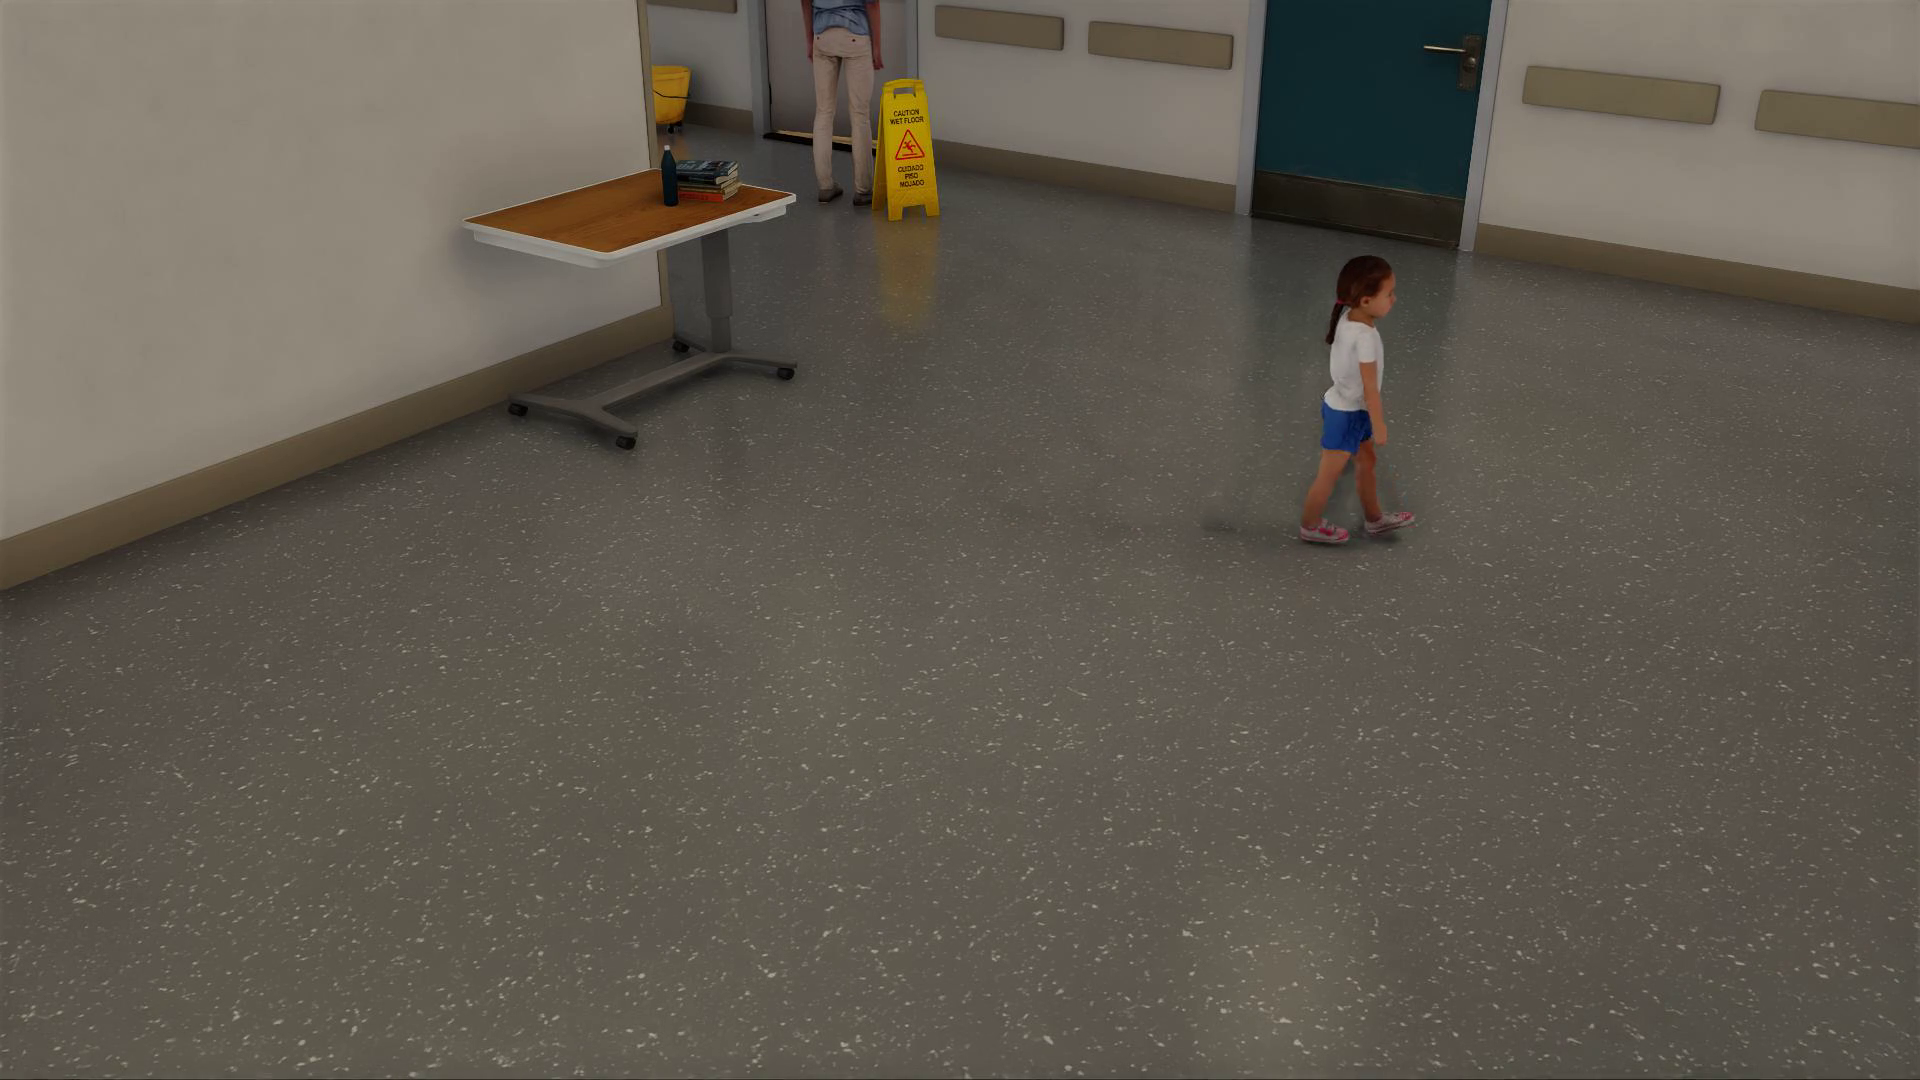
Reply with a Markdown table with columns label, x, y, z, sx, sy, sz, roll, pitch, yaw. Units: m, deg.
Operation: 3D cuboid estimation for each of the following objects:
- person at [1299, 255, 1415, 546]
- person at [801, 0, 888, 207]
| label | x | y | z | sx | sy | sz | roll | pitch | yaw |
| --- | --- | --- | --- | --- | --- | --- | --- | --- | --- |
| person | 1.238 | -0.448 | 5.489 | 0.685 | 1.008 | 0.588 | 3 | 26 | 5 |
| person | -0.681 | -2.875 | 9.556 | 0.538 | 1.847 | 0.751 | 11 | 28 | 22 |
